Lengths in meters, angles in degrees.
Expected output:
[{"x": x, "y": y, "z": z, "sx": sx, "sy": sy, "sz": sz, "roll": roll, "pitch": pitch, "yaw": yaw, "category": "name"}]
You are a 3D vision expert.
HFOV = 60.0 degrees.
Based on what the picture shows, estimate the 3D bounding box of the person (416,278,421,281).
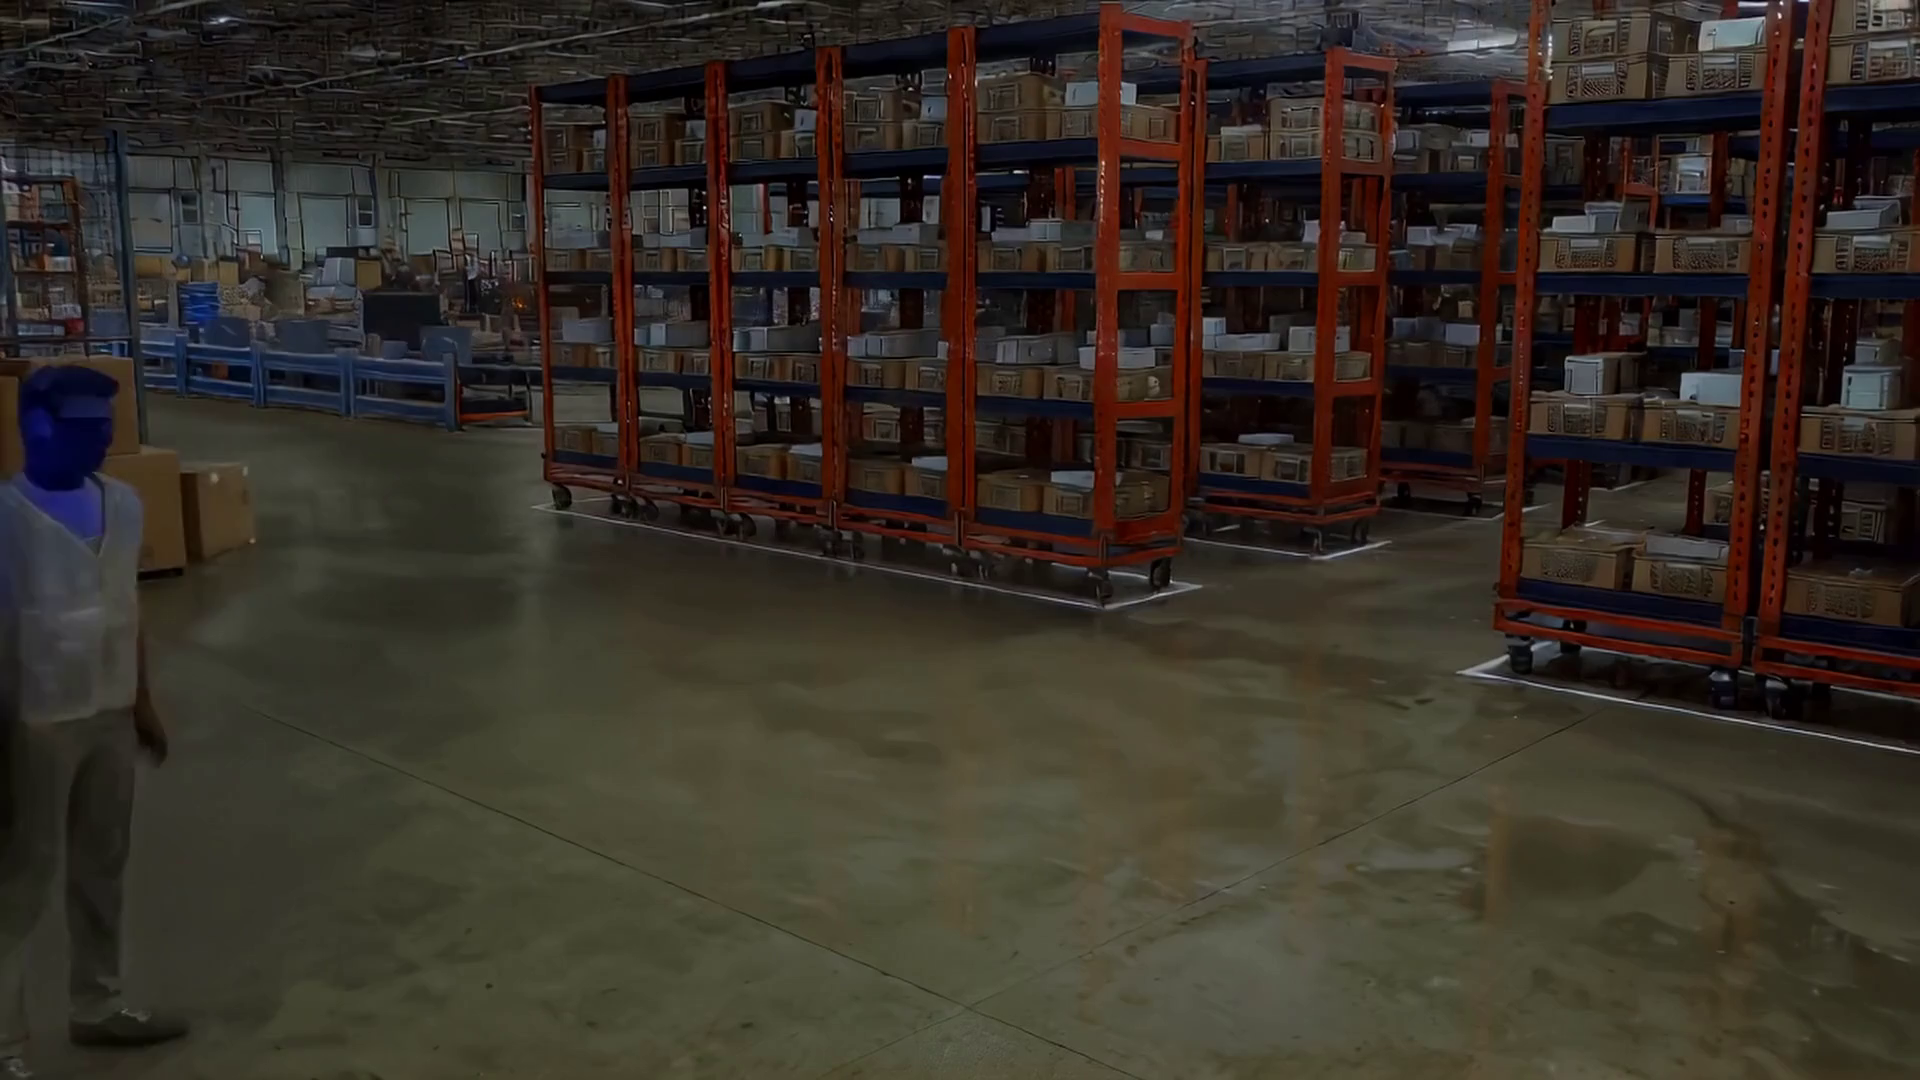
[{"x": -26.448, "y": -12.025, "z": 81.434, "sx": 0.885, "sy": 1.654, "sz": 0.530, "roll": 6, "pitch": 11, "yaw": 32, "category": "person"}]

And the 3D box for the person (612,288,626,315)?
[{"x": -8.289, "y": -5.468, "z": 40.879, "sx": 0.533, "sy": 1.768, "sz": 0.311, "roll": 1, "pitch": 9, "yaw": 5, "category": "person"}]

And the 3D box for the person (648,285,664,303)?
[{"x": -9.606, "y": -7.397, "z": 52.550, "sx": 0.536, "sy": 1.817, "sz": 0.597, "roll": 8, "pitch": 12, "yaw": 40, "category": "person"}]

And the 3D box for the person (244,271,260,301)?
[{"x": -26.915, "y": -9.241, "z": 63.303, "sx": 0.615, "sy": 1.997, "sz": 0.373, "roll": -3, "pitch": 10, "yaw": -20, "category": "person"}]

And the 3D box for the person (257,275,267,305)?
[{"x": -24.383, "y": -8.341, "z": 58.182, "sx": 0.534, "sy": 1.868, "sz": 0.309, "roll": 9, "pitch": 13, "yaw": 43, "category": "person"}]

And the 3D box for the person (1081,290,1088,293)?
[{"x": 3.050, "y": -5.429, "z": 40.879, "sx": 0.447, "sy": 1.682, "sz": 0.541, "roll": 4, "pitch": 10, "yaw": 23, "category": "person"}]

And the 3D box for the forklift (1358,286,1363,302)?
[{"x": 11.100, "y": -7.017, "z": 46.970, "sx": 1.873, "sy": 2.768, "sz": 1.129, "roll": 9, "pitch": 13, "yaw": 43, "category": "forklift"}]

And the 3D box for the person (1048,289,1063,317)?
[{"x": 1.399, "y": -2.976, "z": 25.445, "sx": 0.602, "sy": 1.820, "sz": 0.403, "roll": 2, "pitch": 9, "yaw": 12, "category": "person"}]

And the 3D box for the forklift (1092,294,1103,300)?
[{"x": 5.991, "y": -9.850, "z": 64.339, "sx": 1.873, "sy": 2.768, "sz": 1.129, "roll": 9, "pitch": 13, "yaw": 43, "category": "forklift"}]

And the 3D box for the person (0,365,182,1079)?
[{"x": -2.319, "y": 0.481, "z": 4.243, "sx": 0.389, "sy": 1.832, "sz": 0.659, "roll": 2, "pitch": 10, "yaw": 14, "category": "person"}]

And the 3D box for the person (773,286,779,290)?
[{"x": -8.030, "y": -10.459, "z": 71.741, "sx": 0.540, "sy": 1.682, "sz": 0.540, "roll": 1, "pitch": 9, "yaw": 7, "category": "person"}]

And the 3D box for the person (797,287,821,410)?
[{"x": -1.915, "y": -2.251, "z": 20.720, "sx": 0.403, "sy": 1.911, "sz": 0.637, "roll": -7, "pitch": 12, "yaw": -38, "category": "person"}]

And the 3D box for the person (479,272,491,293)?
[{"x": -23.681, "y": -12.388, "z": 82.953, "sx": 0.606, "sy": 1.883, "sz": 0.941, "roll": -3, "pitch": 10, "yaw": -17, "category": "person"}]
